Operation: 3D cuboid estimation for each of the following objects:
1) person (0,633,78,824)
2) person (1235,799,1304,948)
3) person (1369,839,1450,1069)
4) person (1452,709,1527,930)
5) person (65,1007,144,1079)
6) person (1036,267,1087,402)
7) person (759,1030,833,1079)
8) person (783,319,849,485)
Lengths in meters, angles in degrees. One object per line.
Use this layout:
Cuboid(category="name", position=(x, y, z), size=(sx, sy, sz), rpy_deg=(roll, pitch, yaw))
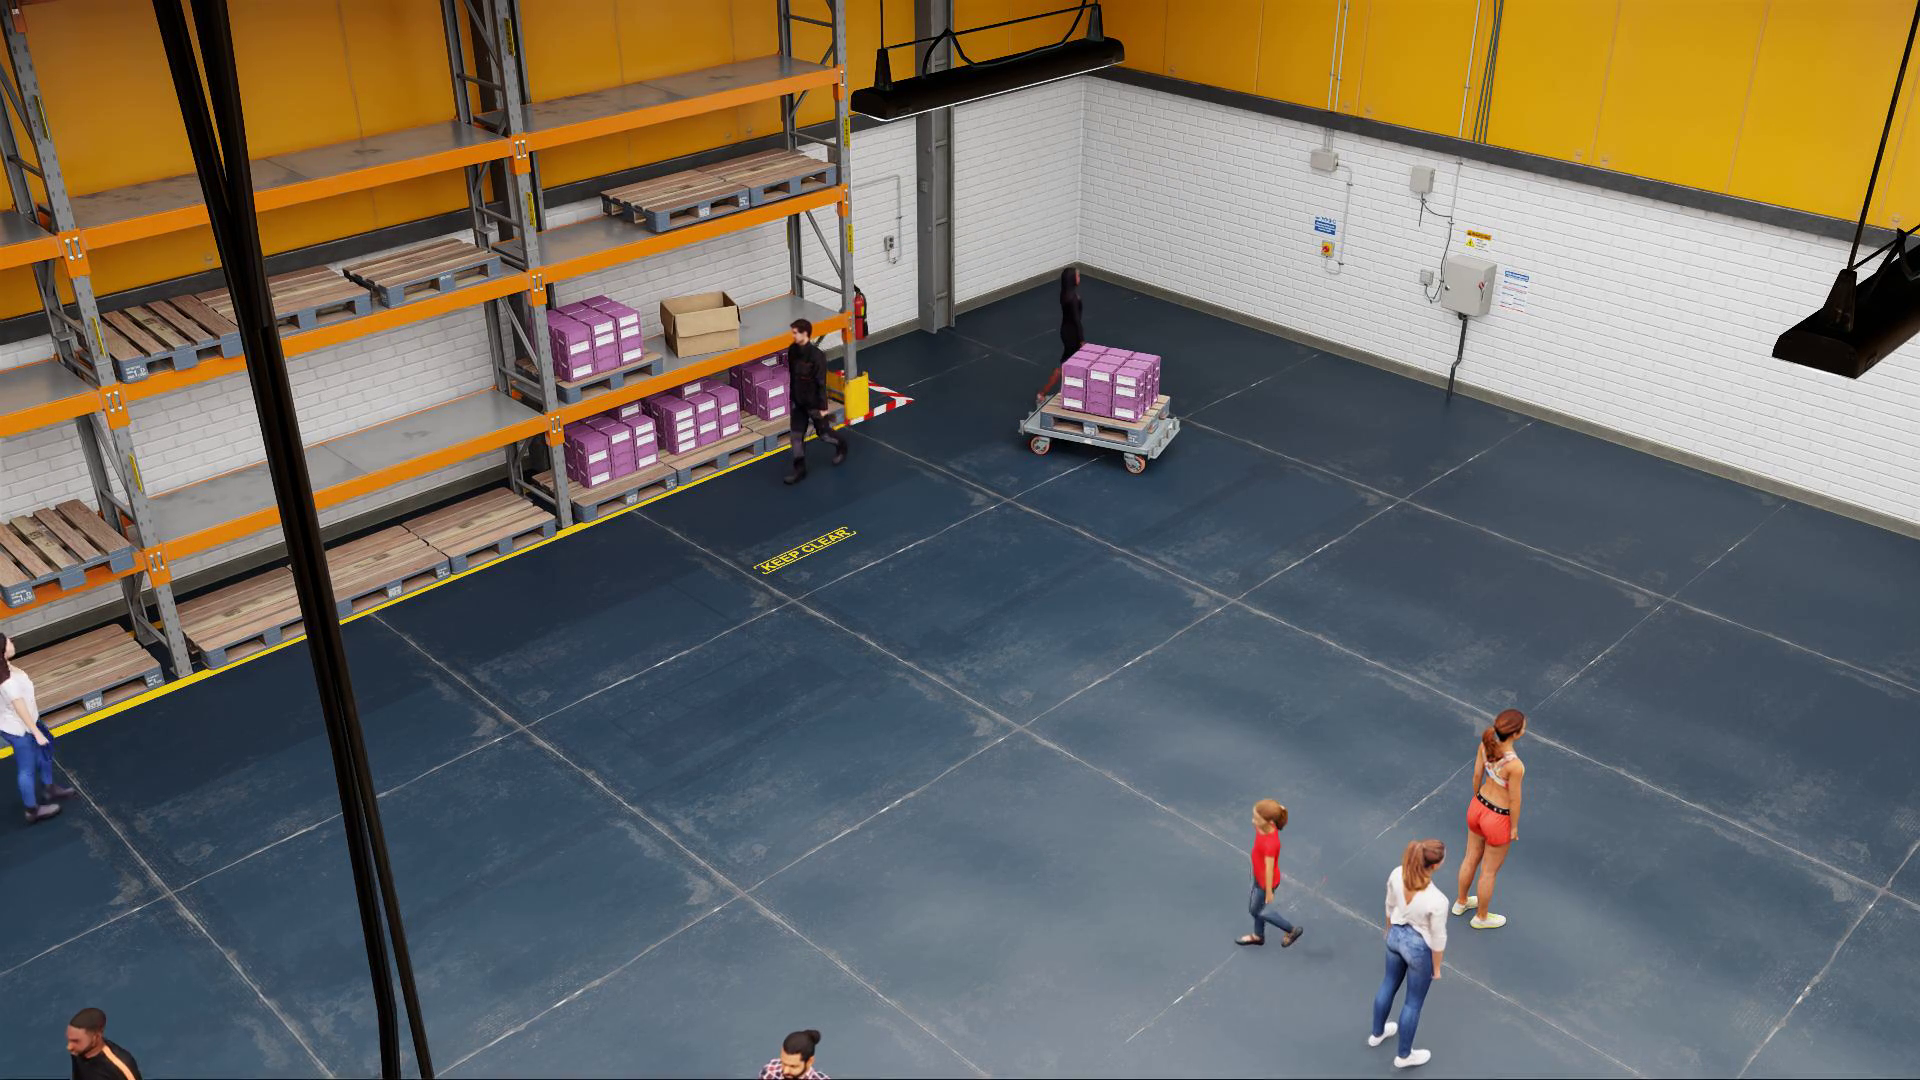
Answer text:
Cuboid(category="person", position=(-7.230, 1.474, 12.648), size=(0.644, 1.670, 0.640), rpy_deg=(-22, 36, -35))
Cuboid(category="person", position=(2.179, 2.328, 11.474), size=(0.738, 1.295, 0.694), rpy_deg=(3, 29, 5))
Cuboid(category="person", position=(2.856, 2.592, 10.547), size=(0.592, 1.720, 0.658), rpy_deg=(-17, 33, -28))
Cuboid(category="person", position=(3.721, 1.948, 11.653), size=(0.654, 1.792, 0.640), rpy_deg=(-13, 31, -23))
Cuboid(category="person", position=(-4.581, 3.240, 9.311), size=(0.773, 1.765, 1.178), rpy_deg=(18, 34, 30))
Cuboid(category="person", position=(1.255, -2.376, 19.686), size=(1.123, 1.690, 1.043), rpy_deg=(-1, 29, -2))
Cuboid(category="person", position=(-0.859, 3.361, 9.095), size=(0.762, 1.761, 0.720), rpy_deg=(12, 31, 20))
Cuboid(category="person", position=(-1.564, -1.525, 18.011), size=(0.827, 1.800, 1.202), rpy_deg=(20, 34, 32))
